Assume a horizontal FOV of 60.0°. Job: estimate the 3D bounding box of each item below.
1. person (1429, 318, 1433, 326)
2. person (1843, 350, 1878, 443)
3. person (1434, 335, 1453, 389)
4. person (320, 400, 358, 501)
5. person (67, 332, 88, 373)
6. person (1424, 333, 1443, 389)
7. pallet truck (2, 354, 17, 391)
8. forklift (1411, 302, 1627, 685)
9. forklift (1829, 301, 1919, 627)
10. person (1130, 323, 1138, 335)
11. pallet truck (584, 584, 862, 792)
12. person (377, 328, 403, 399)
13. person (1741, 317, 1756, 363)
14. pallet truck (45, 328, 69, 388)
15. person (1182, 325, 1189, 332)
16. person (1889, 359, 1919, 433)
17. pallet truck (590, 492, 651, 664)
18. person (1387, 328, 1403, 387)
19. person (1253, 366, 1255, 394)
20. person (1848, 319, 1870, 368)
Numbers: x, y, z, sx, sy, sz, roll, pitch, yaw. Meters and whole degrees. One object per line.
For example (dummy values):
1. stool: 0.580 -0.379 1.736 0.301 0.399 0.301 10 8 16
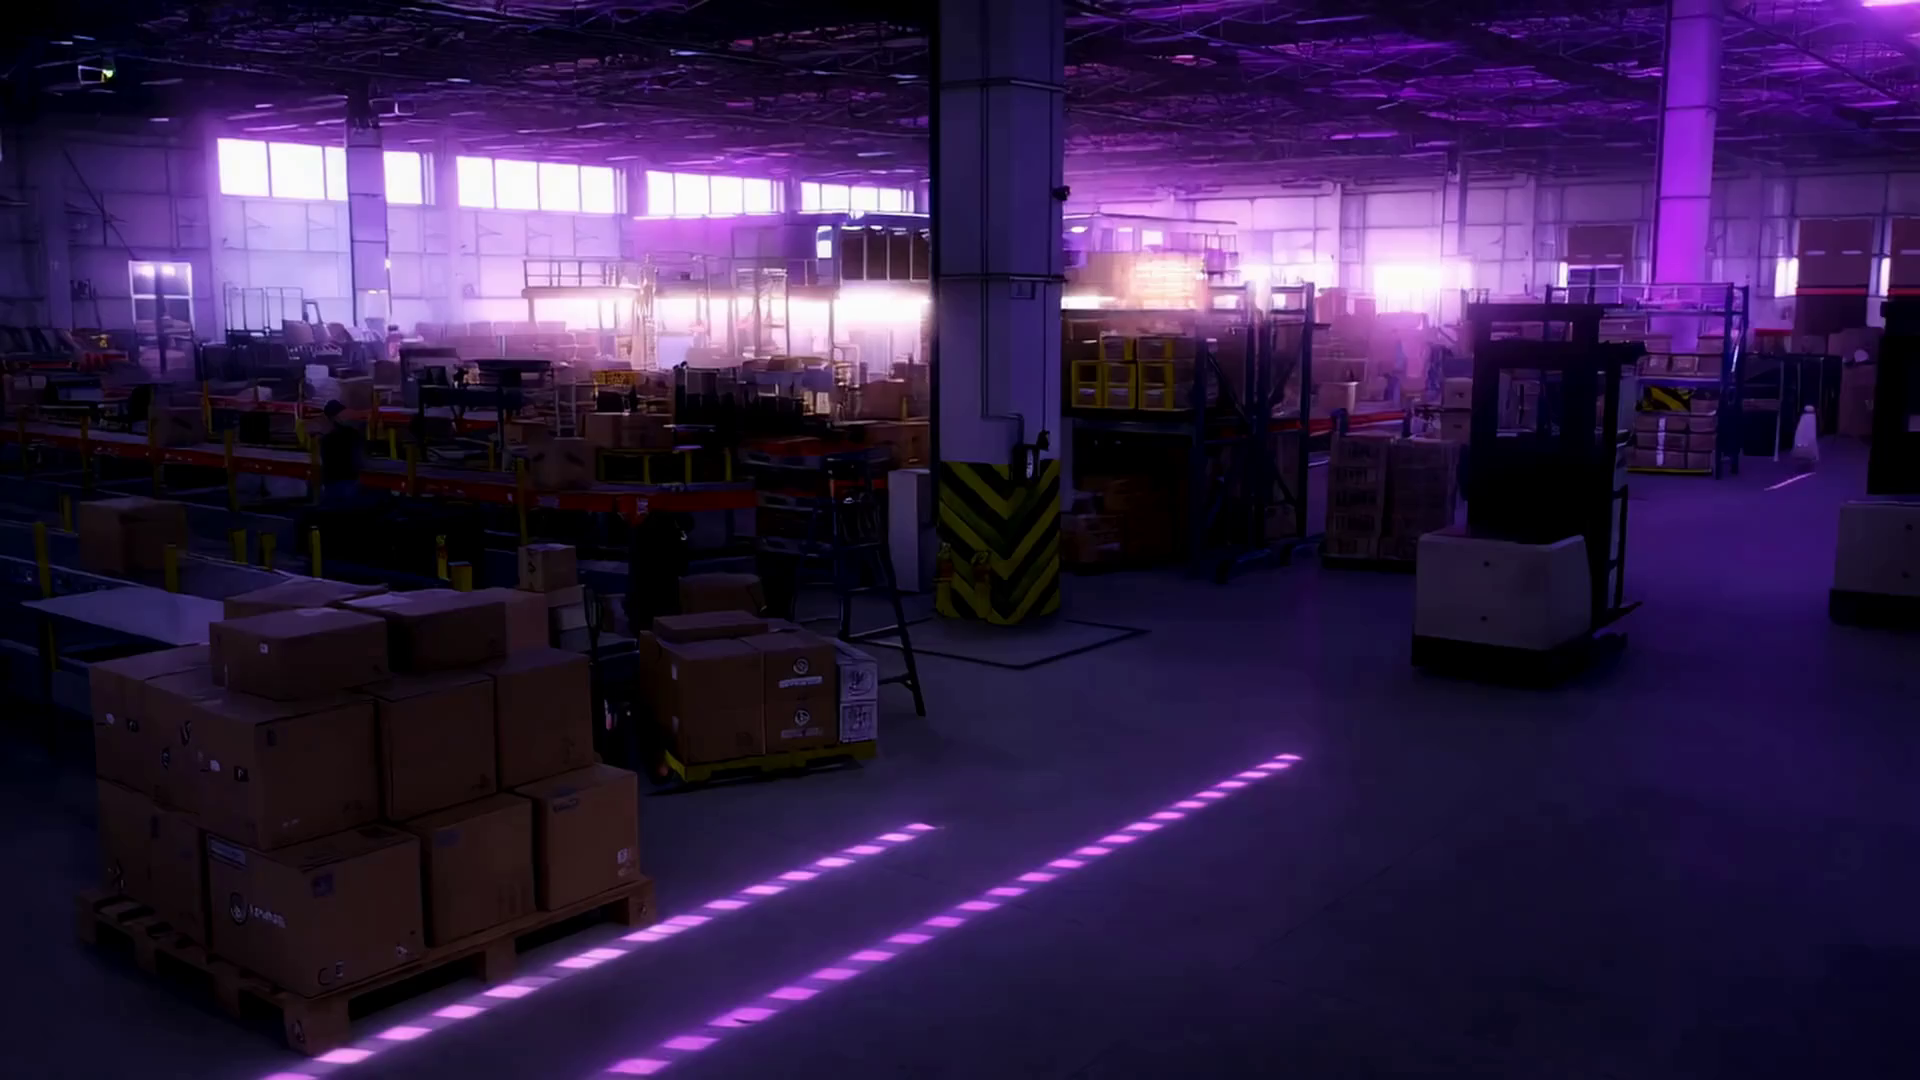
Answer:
1. person: 22.491 -9.737 79.472 0.888 1.703 0.481 -2 9 -15
2. person: 17.505 -2.786 32.331 0.602 1.785 0.771 -2 9 -11
3. person: 13.917 -5.067 47.994 0.546 1.700 0.944 -2 9 -13
4. person: -6.652 -0.632 17.952 0.505 1.753 0.530 4 9 24
5. person: -22.459 -4.319 42.281 0.651 1.907 0.409 5 10 28
6. person: 11.999 -4.294 42.202 1.012 1.881 0.545 6 10 34
7. pallet truck: -24.881 -4.417 42.634 1.885 1.965 0.823 8 11 41
8. forklift: 4.379 -0.438 12.852 1.129 2.768 1.873 7 11 37
9. forklift: 8.593 -0.715 14.717 1.129 2.768 1.873 7 11 41
10. person: 6.417 -6.992 60.603 0.789 1.821 0.518 0 8 2
11. pallet truck: -1.426 0.805 10.019 1.601 1.201 0.680 -4 9 -26
12. person: -14.604 -4.435 42.740 0.968 2.015 0.606 -3 9 -19
13. person: 32.556 -8.219 68.591 0.611 1.898 0.751 -4 9 -26
14. pallet truck: -23.775 -4.544 43.495 1.885 1.965 0.823 6 10 35
15. person: 7.295 -6.020 53.866 0.329 1.874 0.507 4 9 26
16. person: 15.662 -2.158 27.454 0.611 1.985 0.393 4 9 23
17. pallet truck: -3.115 0.344 12.883 0.653 1.274 1.630 7 11 37
18. person: 12.056 -4.940 46.429 0.750 1.911 0.578 5 10 30
19. person: 5.265 -2.381 30.168 0.508 1.611 0.646 7 11 38
20. person: 34.732 -7.568 64.167 0.748 1.911 0.554 -1 9 -7
